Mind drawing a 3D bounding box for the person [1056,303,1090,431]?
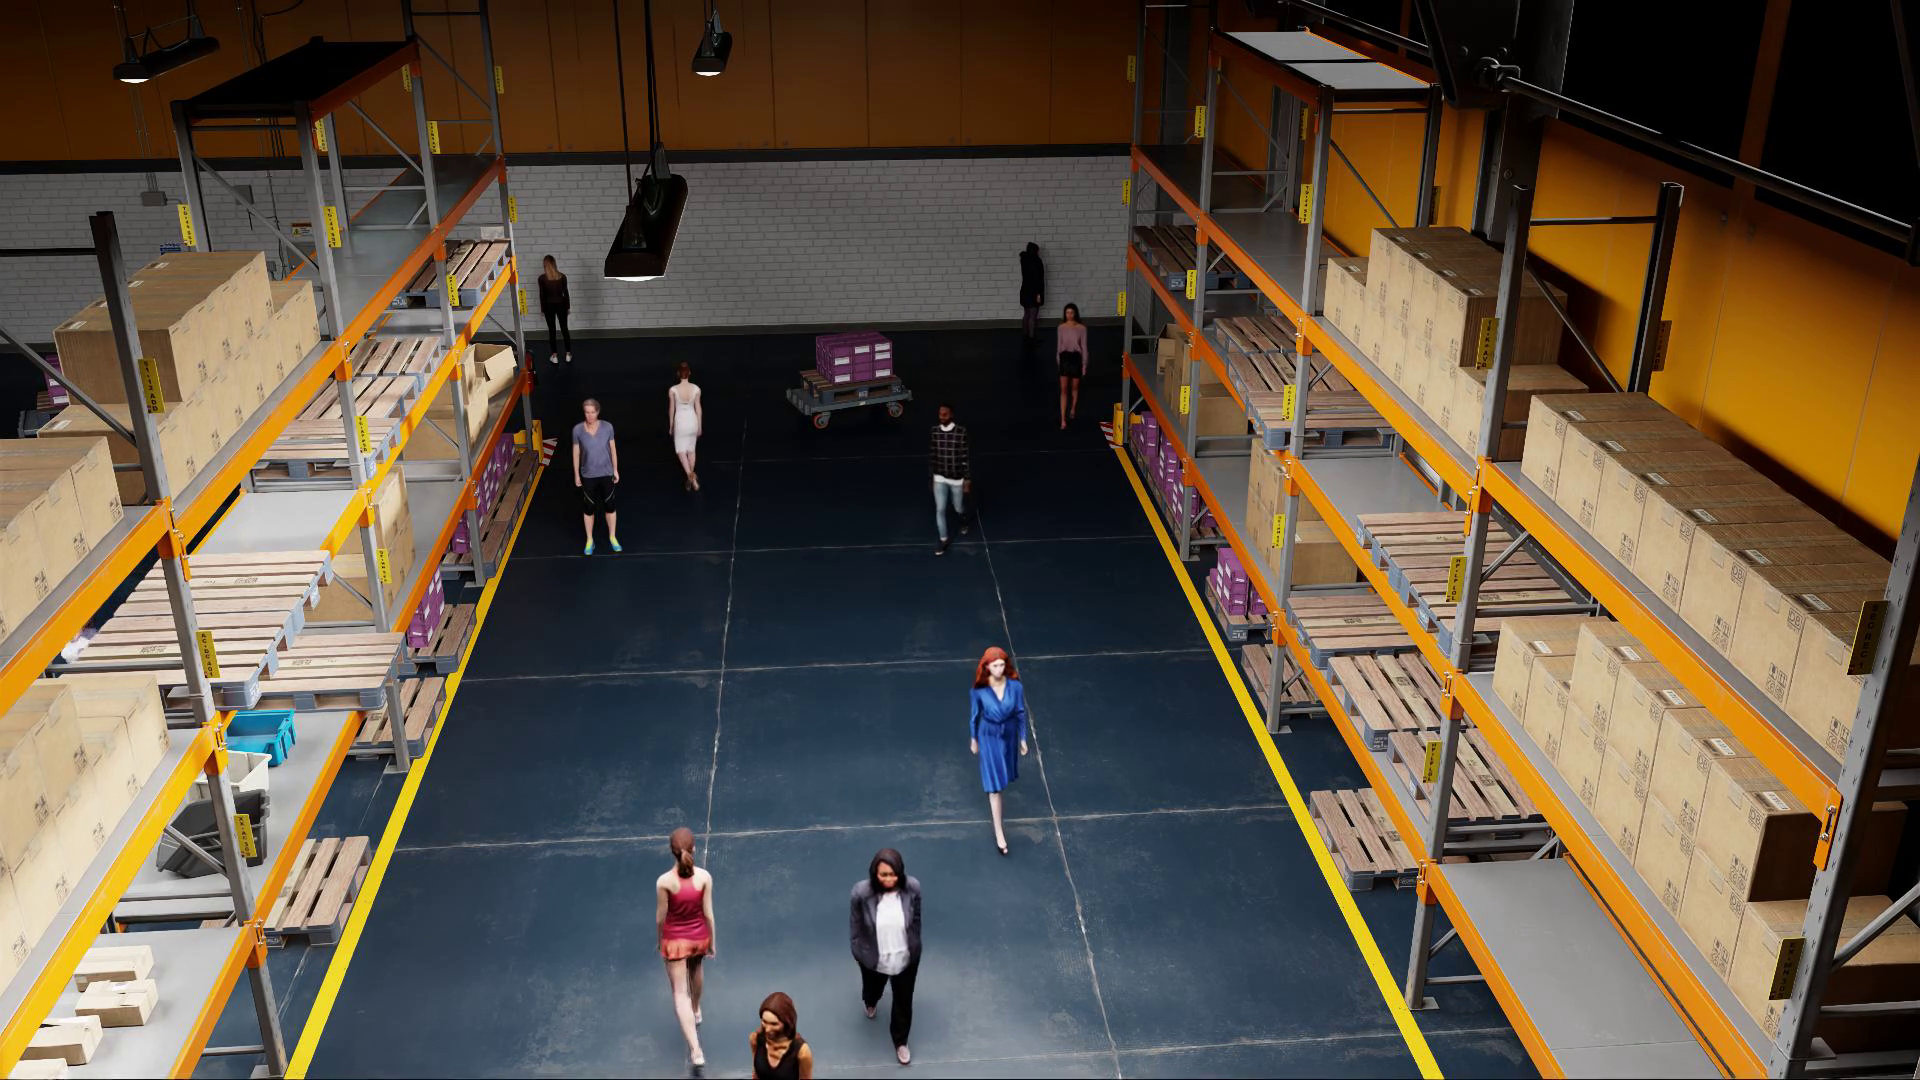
[{"bbox_3d":[1.594,-2.461,23.446,0.854,1.758,1.164,5,24,11],"label":"person"}]

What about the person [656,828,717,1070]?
[{"bbox_3d":[-1.876,2.813,11.428,0.787,1.719,1.165,-10,25,-21],"label":"person"}]

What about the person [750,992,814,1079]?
[{"bbox_3d":[-1.001,3.410,9.944,0.776,1.816,0.903,7,25,16],"label":"person"}]

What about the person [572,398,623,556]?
[{"bbox_3d":[-4.230,-0.755,19.385,0.718,1.885,0.642,-8,25,-17],"label":"person"}]

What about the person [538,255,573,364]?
[{"bbox_3d":[-6.384,-3.646,26.227,0.661,1.702,0.603,-9,25,-20],"label":"person"}]

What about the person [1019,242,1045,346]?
[{"bbox_3d":[1.166,-4.035,27.150,0.815,1.674,0.702,-10,25,-21],"label":"person"}]

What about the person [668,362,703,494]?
[{"bbox_3d":[-3.438,-1.362,20.909,0.724,1.777,0.977,-8,25,-17],"label":"person"}]

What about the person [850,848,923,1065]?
[{"bbox_3d":[-0.509,2.824,11.577,0.745,1.580,0.953,-6,24,-13],"label":"person"}]

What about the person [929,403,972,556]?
[{"bbox_3d":[-0.090,-0.762,19.509,0.927,1.798,1.155,7,25,16],"label":"person"}]

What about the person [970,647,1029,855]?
[{"bbox_3d":[0.311,1.675,13.935,0.716,1.798,1.138,-5,24,-12],"label":"person"}]
